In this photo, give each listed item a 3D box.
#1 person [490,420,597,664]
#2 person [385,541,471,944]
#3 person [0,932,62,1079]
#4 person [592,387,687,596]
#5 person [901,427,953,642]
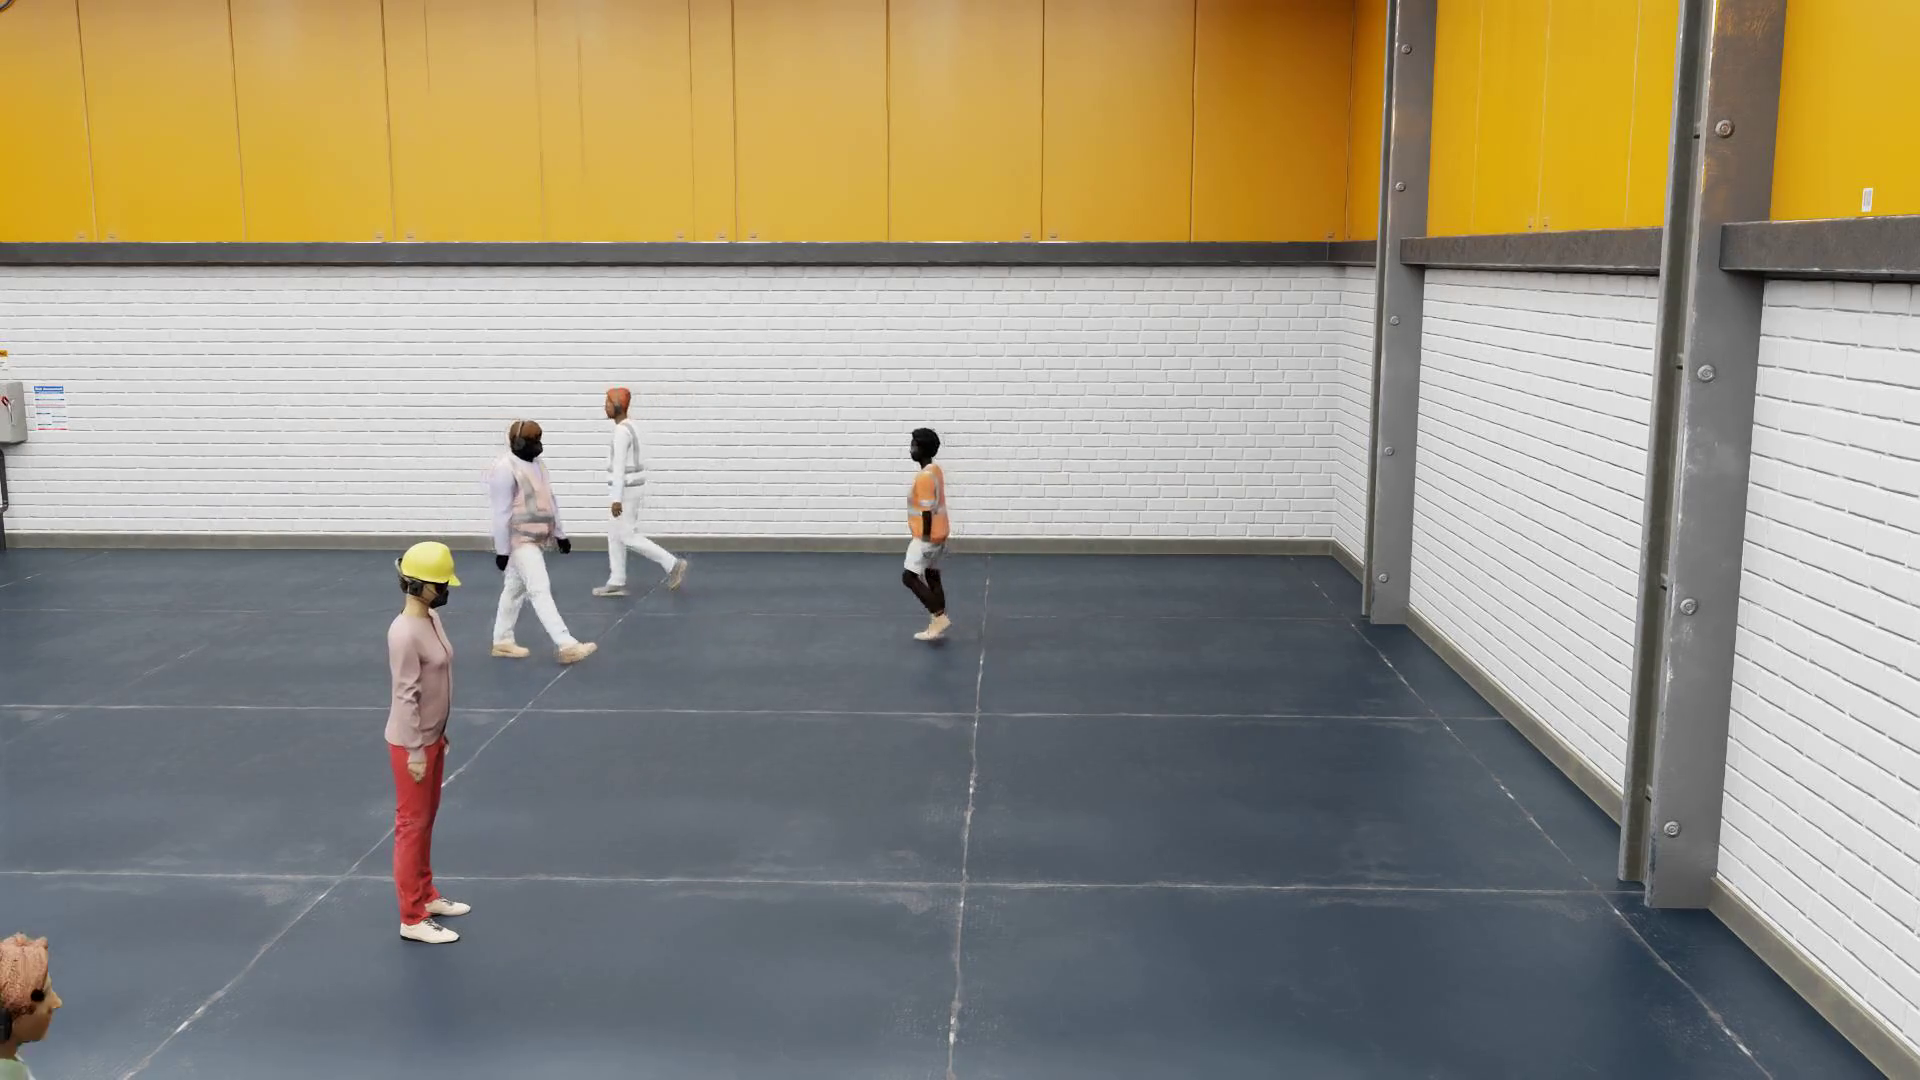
[{"bbox_3d":[-3.096,0.013,12.251,0.938,1.793,0.646,2,10,10],"label":"person"},{"bbox_3d":[-2.344,0.877,7.334,0.339,1.760,0.526,-1,10,-4],"label":"person"},{"bbox_3d":[-1.910,1.598,3.541,0.824,1.595,0.545,-7,12,-35],"label":"person"},{"bbox_3d":[-2.838,-0.413,14.588,0.775,1.862,0.587,-1,10,-7],"label":"person"},{"bbox_3d":[-0.262,-0.029,12.830,0.359,1.686,0.533,2,10,10],"label":"person"}]
